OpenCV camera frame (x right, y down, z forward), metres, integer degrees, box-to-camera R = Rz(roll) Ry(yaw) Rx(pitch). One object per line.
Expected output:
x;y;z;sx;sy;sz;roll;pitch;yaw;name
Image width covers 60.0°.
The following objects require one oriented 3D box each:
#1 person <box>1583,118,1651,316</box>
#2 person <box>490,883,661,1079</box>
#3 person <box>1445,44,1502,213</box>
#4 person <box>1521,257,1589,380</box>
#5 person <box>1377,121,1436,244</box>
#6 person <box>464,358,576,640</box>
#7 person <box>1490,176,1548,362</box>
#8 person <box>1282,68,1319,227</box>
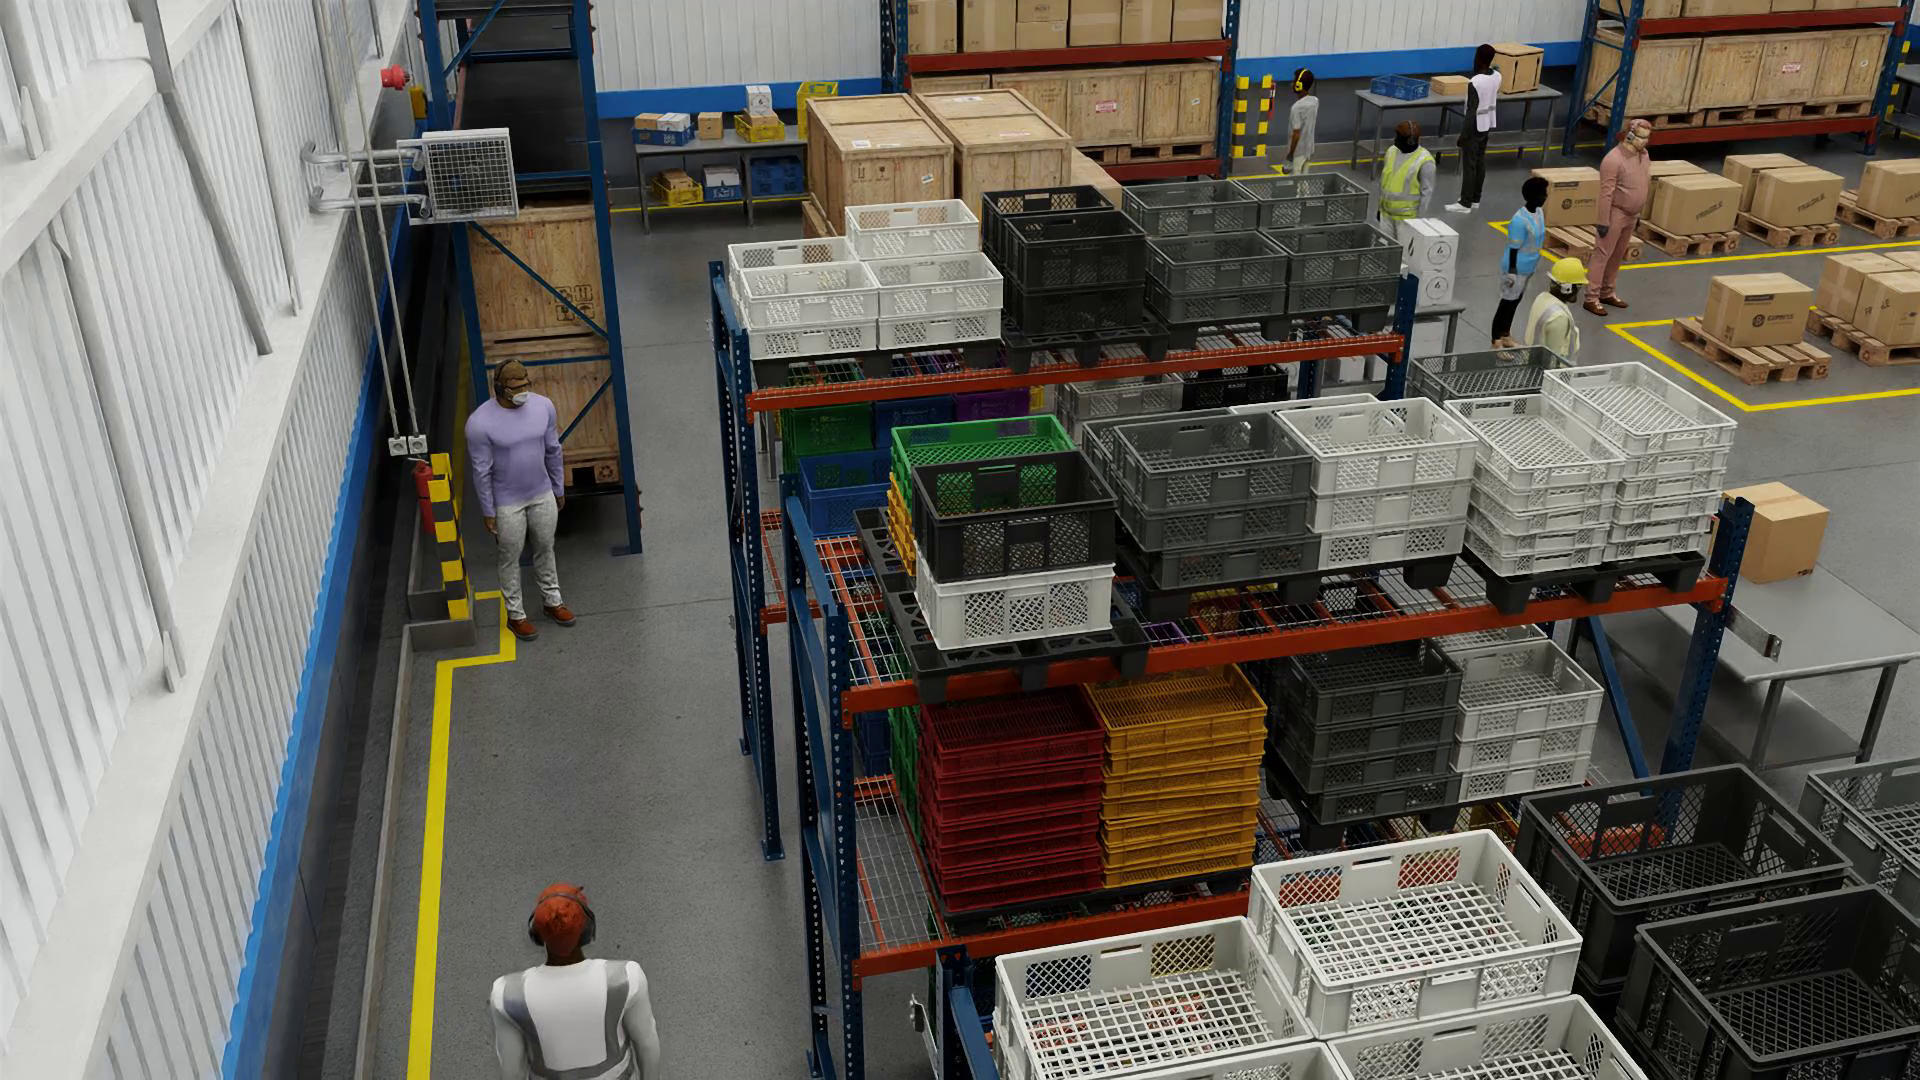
6.476;-3.172;16.296;0.642;1.907;0.410;-20;34;-33;person
-1.421;2.098;6.319;0.584;1.882;0.337;-6;28;-10;person
6.008;-4.777;19.328;0.384;1.917;0.593;23;36;37;person
4.525;-1.290;12.820;0.404;1.825;0.589;4;28;7;person
4.362;-3.234;16.486;0.430;1.839;0.625;-15;31;-27;person
-2.832;-0.278;10.782;0.625;1.933;0.374;-23;36;-37;person
5.130;-2.494;15.228;0.320;1.695;0.537;20;34;33;person
3.733;-4.263;18.401;0.333;1.873;0.520;20;34;34;person
